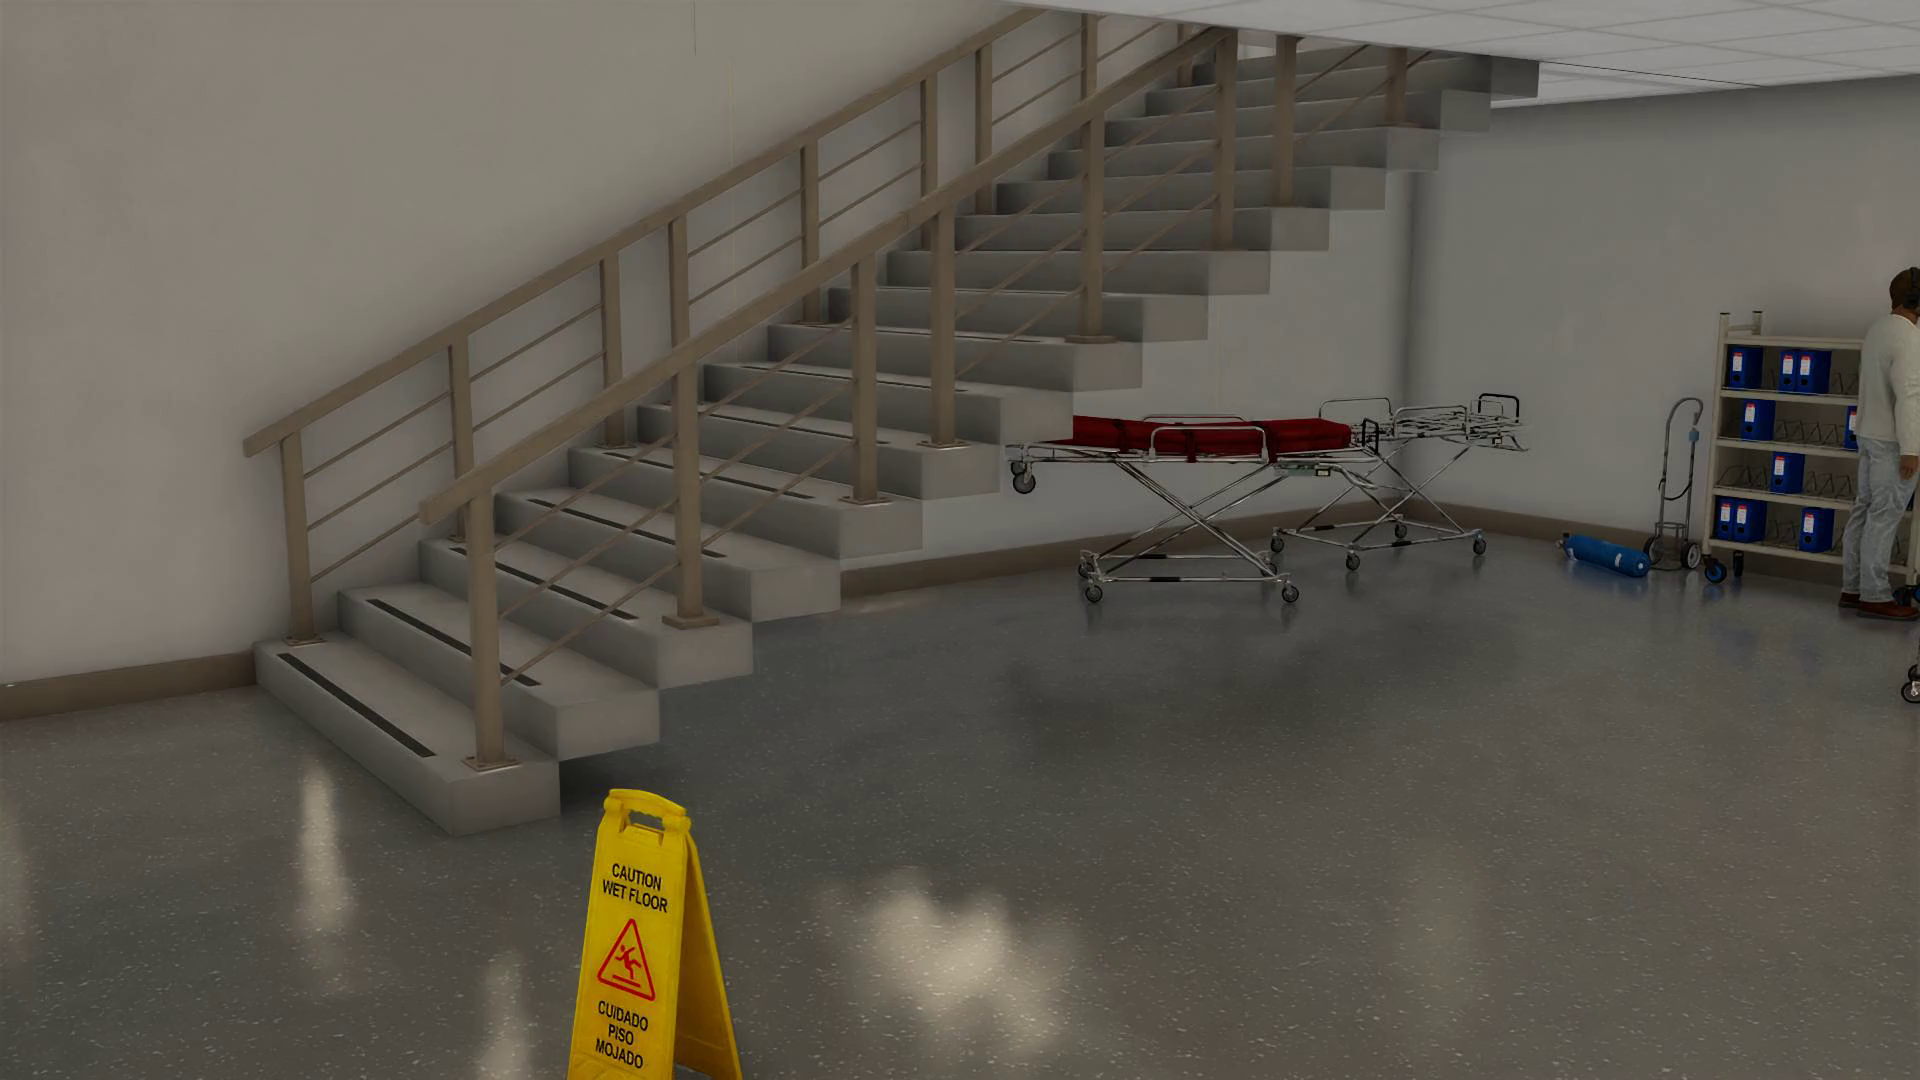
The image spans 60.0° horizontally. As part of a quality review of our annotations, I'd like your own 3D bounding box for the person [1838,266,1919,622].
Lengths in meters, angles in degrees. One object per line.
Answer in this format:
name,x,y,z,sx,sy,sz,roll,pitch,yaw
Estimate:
person,5.148,-0.532,9.201,0.355,1.937,0.635,2,10,11
